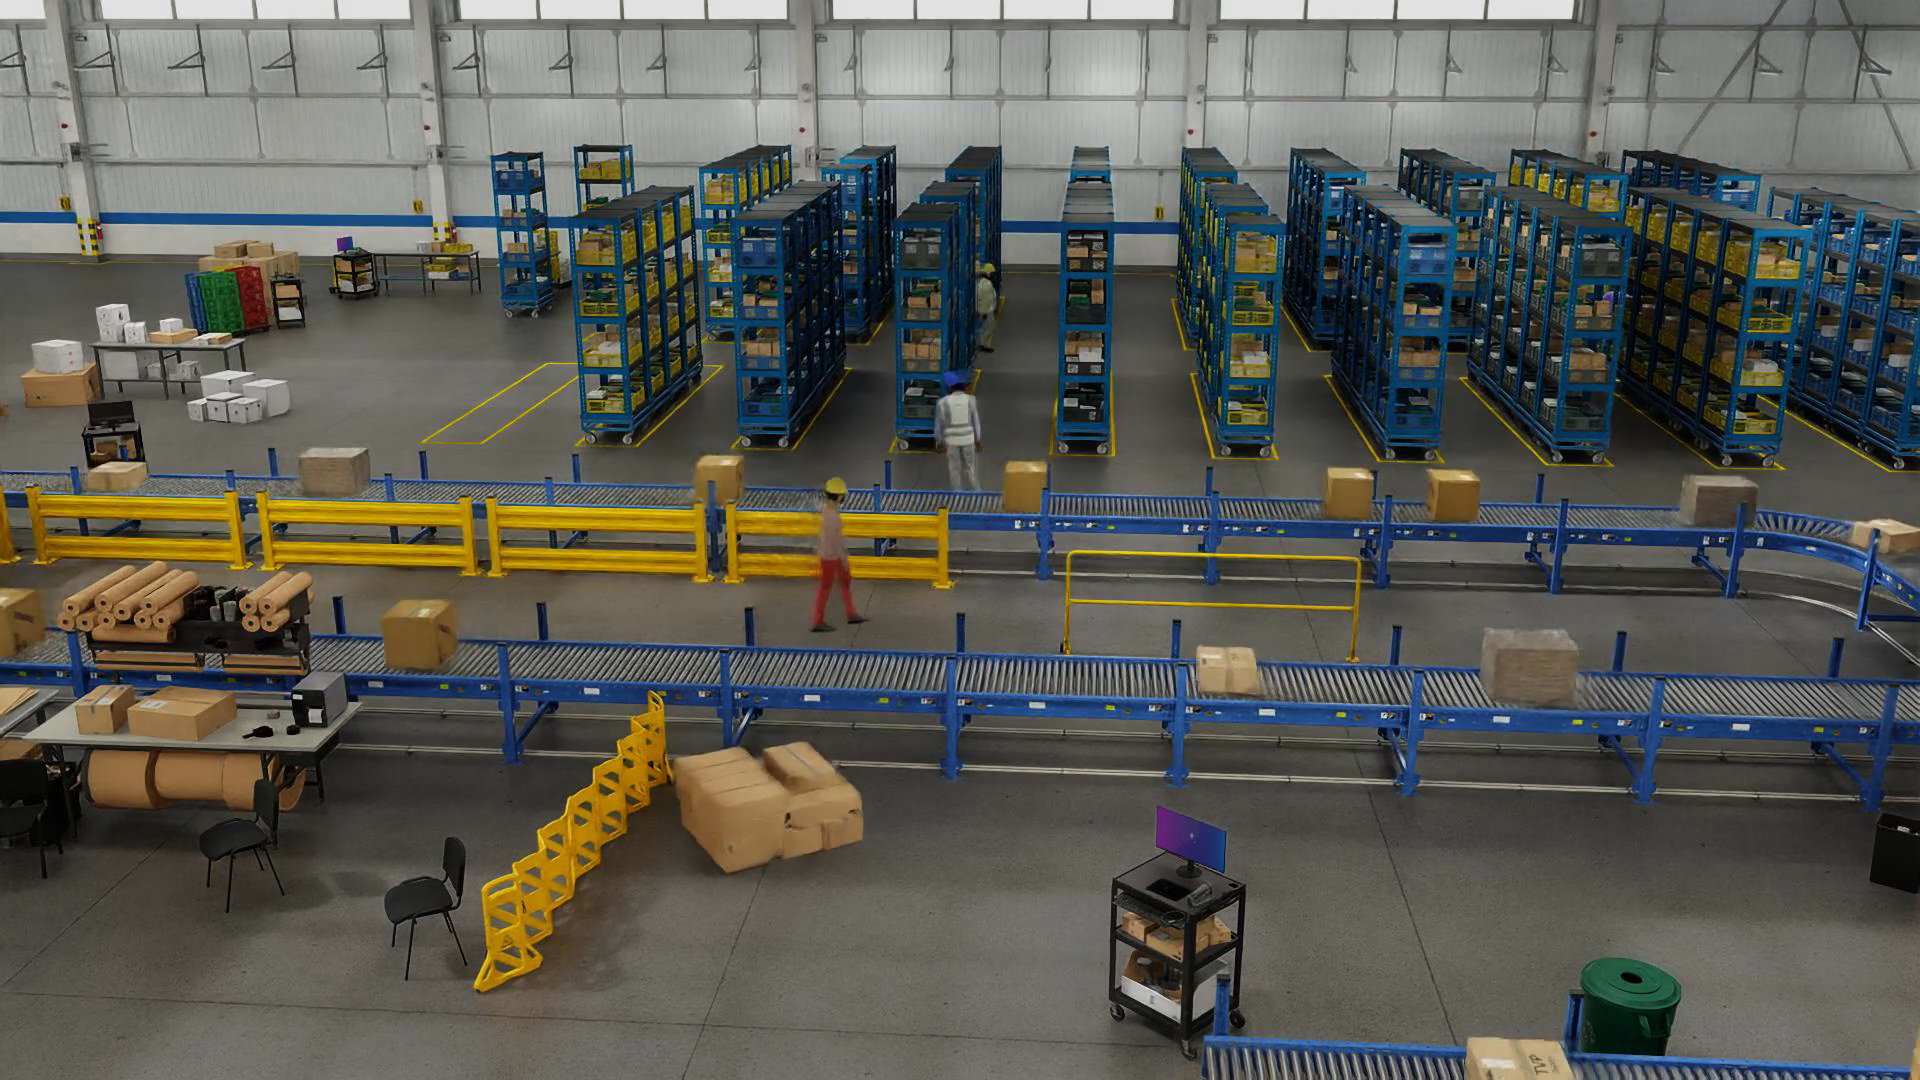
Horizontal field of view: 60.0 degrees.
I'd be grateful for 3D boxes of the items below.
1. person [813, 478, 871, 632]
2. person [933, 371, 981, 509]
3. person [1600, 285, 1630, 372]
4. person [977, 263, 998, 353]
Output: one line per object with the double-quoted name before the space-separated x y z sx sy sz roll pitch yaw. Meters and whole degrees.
"person" -1.283 0.170 18.184 0.768 1.741 0.530 -2 18 -6
"person" -0.044 -1.367 22.775 0.647 1.913 0.437 -6 18 -18
"person" 12.343 -4.037 31.374 0.389 1.837 0.560 -12 21 -34
"person" 0.558 -4.627 33.276 0.425 1.817 0.600 -1 18 -5
